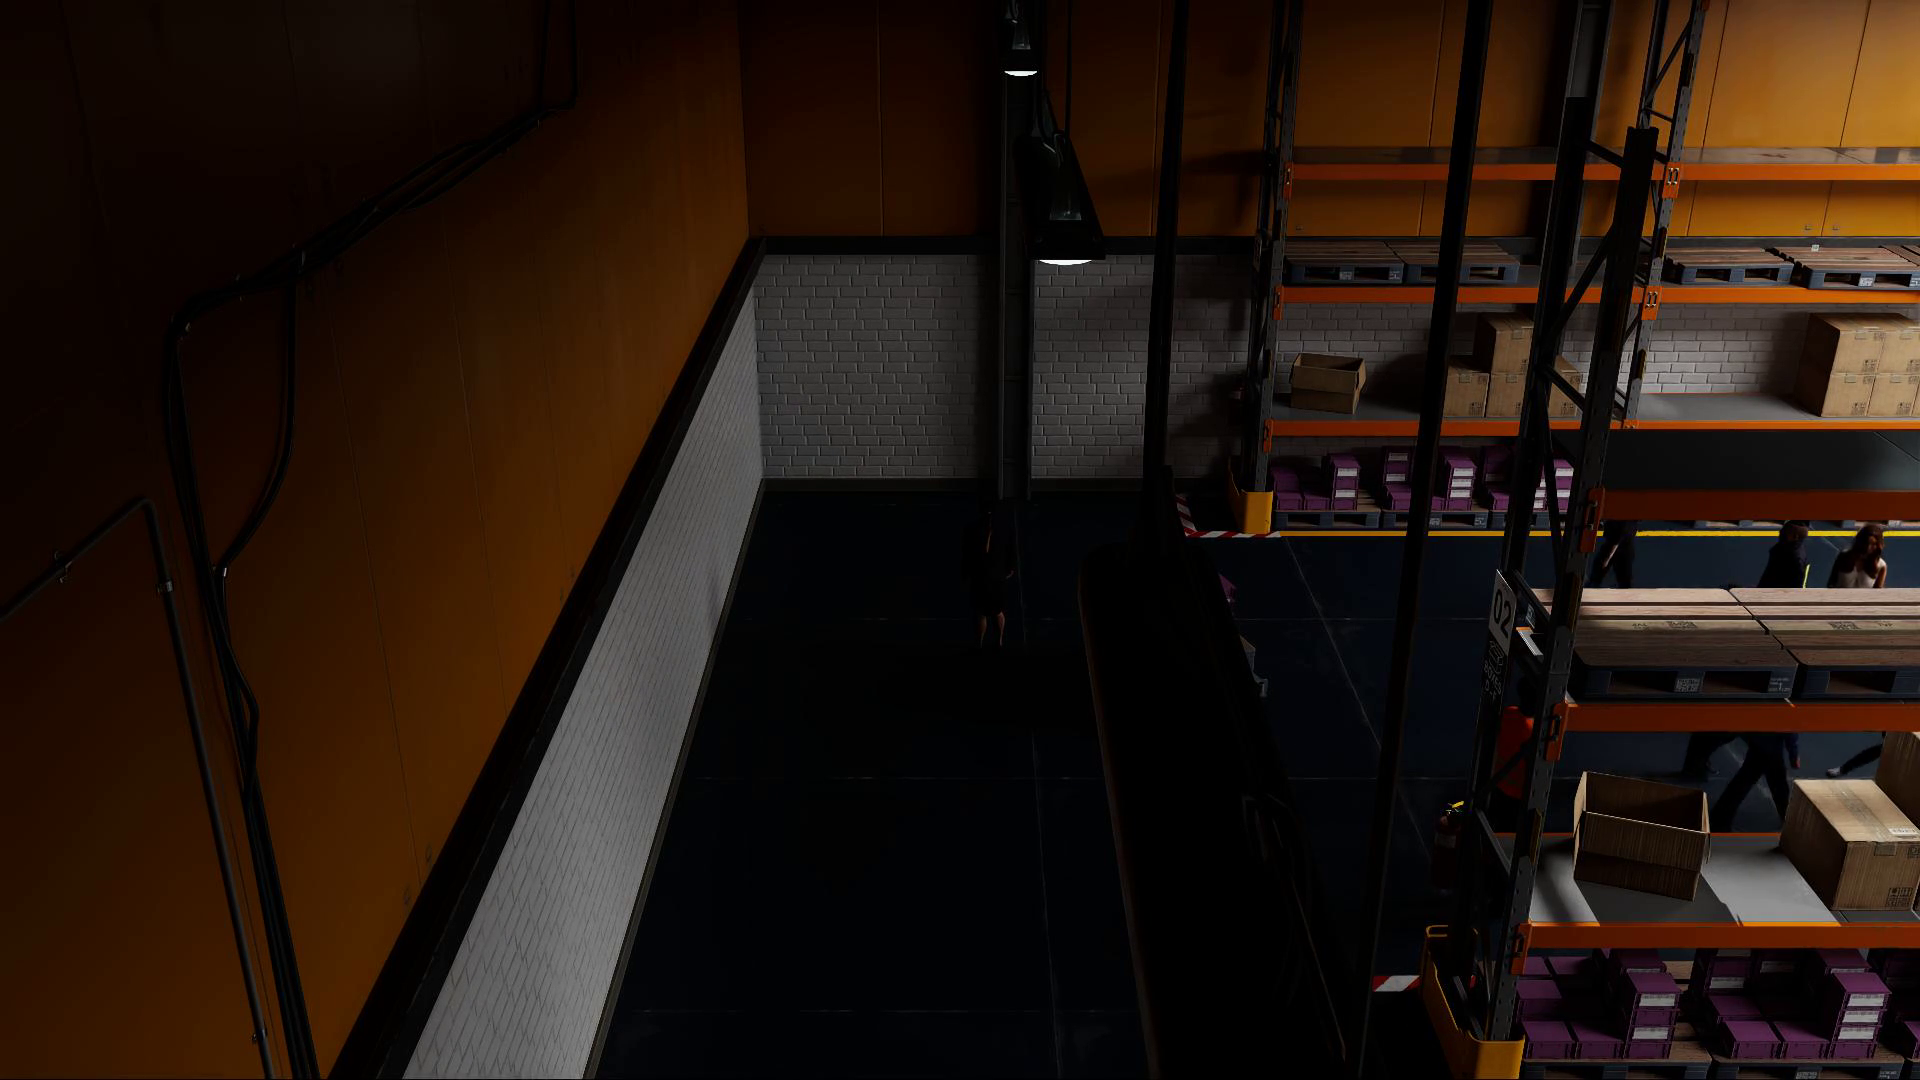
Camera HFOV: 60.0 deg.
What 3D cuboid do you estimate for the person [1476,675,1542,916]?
[{"bbox_3d":[3.976,1.817,11.970,0.682,1.881,0.719,-4,24,-10],"label":"person"}]

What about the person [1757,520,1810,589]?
[{"bbox_3d":[7.248,0.621,14.731,0.809,1.861,0.845,7,25,16],"label":"person"}]

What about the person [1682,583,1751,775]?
[{"bbox_3d":[6.135,1.168,13.640,0.606,1.732,0.616,-1,24,-1],"label":"person"}]

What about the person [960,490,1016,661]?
[{"bbox_3d":[0.251,0.335,15.622,0.684,1.671,0.841,-8,25,-17],"label":"person"}]

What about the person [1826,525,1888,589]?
[{"bbox_3d":[7.904,0.639,14.812,0.808,1.762,0.855,16,28,32],"label":"person"}]
